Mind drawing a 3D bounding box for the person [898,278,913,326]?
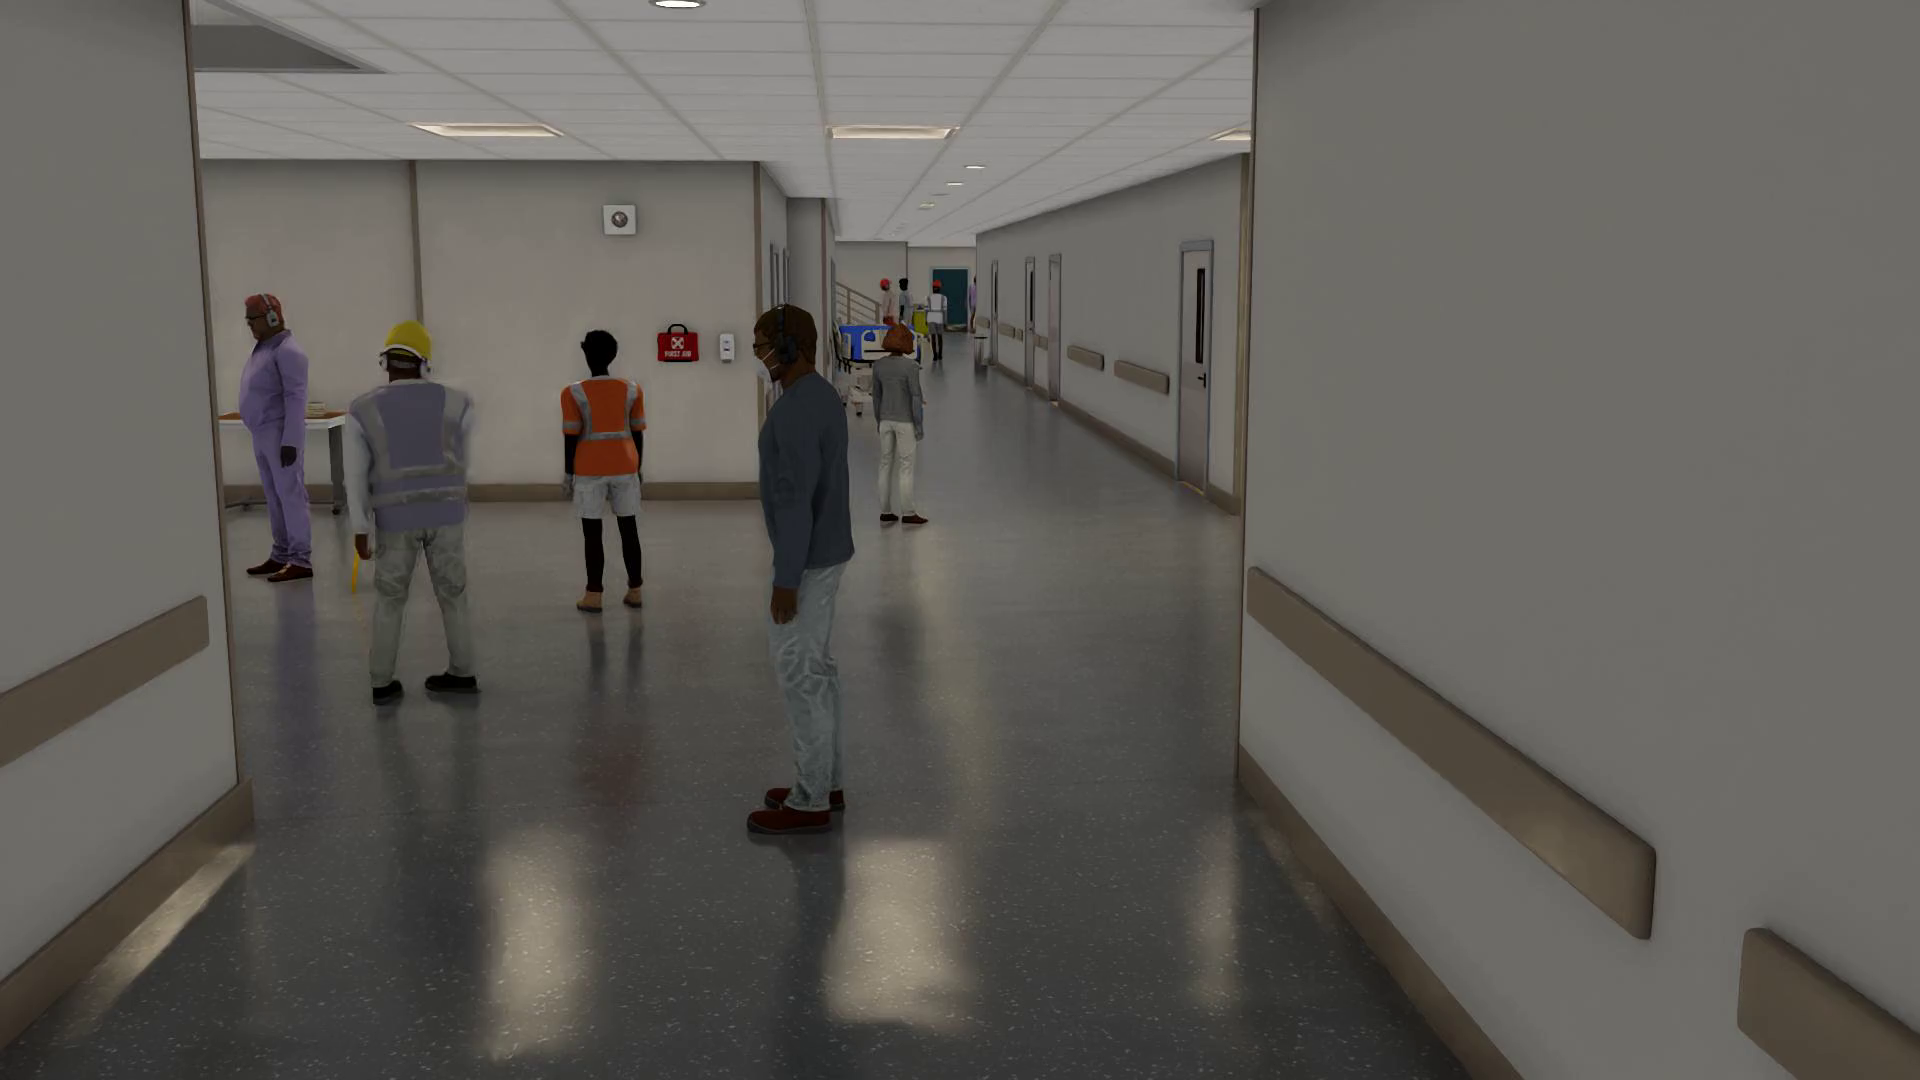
[{"bbox_3d":[-1.429,-5.851,43.378,0.386,1.952,0.614,3,10,20],"label":"person"}]

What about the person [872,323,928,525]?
[{"bbox_3d":[-0.494,-0.936,13.510,0.497,1.633,0.283,7,11,38],"label":"person"}]

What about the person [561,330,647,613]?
[{"bbox_3d":[-2.139,-0.412,10.022,0.538,1.695,0.317,-6,11,-32],"label":"person"}]

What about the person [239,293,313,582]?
[{"bbox_3d":[-4.567,-0.680,11.065,0.407,1.903,0.639,-8,12,-40],"label":"person"}]

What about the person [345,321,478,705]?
[{"bbox_3d":[-2.584,-0.123,7.850,0.588,1.814,0.438,-4,10,-21],"label":"person"}]

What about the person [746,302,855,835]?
[{"bbox_3d":[-0.582,0.101,6.095,0.386,1.927,0.641,0,9,2],"label":"person"}]

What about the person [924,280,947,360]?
[{"bbox_3d":[-0.582,-5.243,39.749,0.548,1.890,0.931,0,9,-3],"label":"person"}]
